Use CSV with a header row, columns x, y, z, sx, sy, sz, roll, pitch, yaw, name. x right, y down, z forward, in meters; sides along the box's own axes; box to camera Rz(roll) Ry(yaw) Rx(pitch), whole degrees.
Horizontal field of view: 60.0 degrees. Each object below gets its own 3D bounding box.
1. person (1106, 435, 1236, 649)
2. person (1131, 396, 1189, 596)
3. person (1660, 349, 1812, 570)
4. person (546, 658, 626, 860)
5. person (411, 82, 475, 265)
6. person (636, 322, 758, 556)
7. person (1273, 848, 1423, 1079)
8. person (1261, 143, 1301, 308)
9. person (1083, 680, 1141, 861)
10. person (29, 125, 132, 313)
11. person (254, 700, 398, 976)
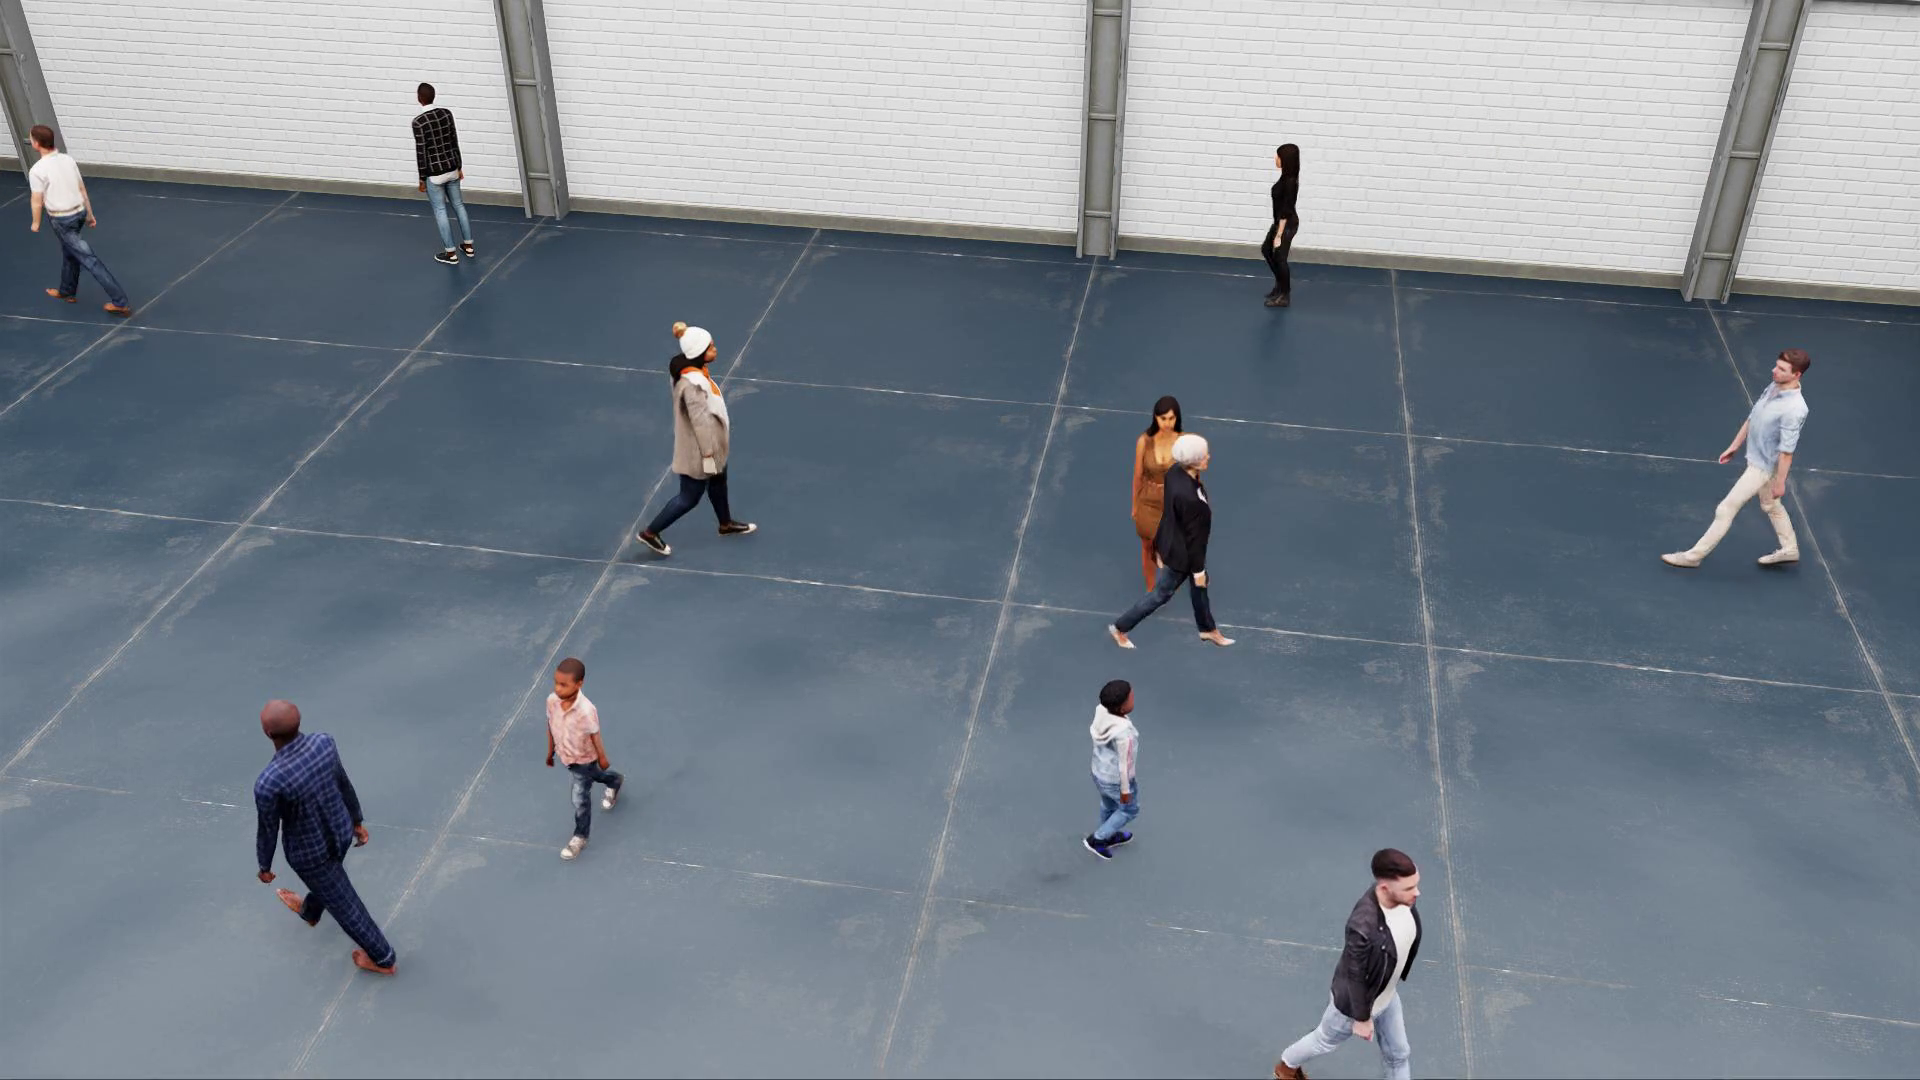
x,y,z,sx,sy,sz,roll,pitch,yaw,name
1.364,0.050,10.859,1.149,1.742,0.839,1,34,2,person
1.404,-0.291,11.691,0.735,1.675,0.657,3,34,4,person
5.860,-0.528,11.936,1.218,1.800,0.647,6,34,8,person
-2.205,1.201,9.791,0.890,1.295,0.789,21,39,29,person
-5.196,-3.677,16.655,0.723,1.819,0.747,24,40,31,person
-2.030,-0.717,12.169,1.251,1.856,0.991,-7,34,-10,person
1.855,2.124,7.948,1.246,1.797,1.068,27,42,34,person
3.153,-2.972,15.763,0.571,1.633,0.627,3,34,4,person
0.844,1.340,9.616,0.693,1.257,0.624,-13,36,-19,person
-8.258,-2.939,15.564,1.213,1.799,0.718,9,35,13,person
-3.301,1.612,8.741,1.190,1.772,0.872,14,36,20,person
